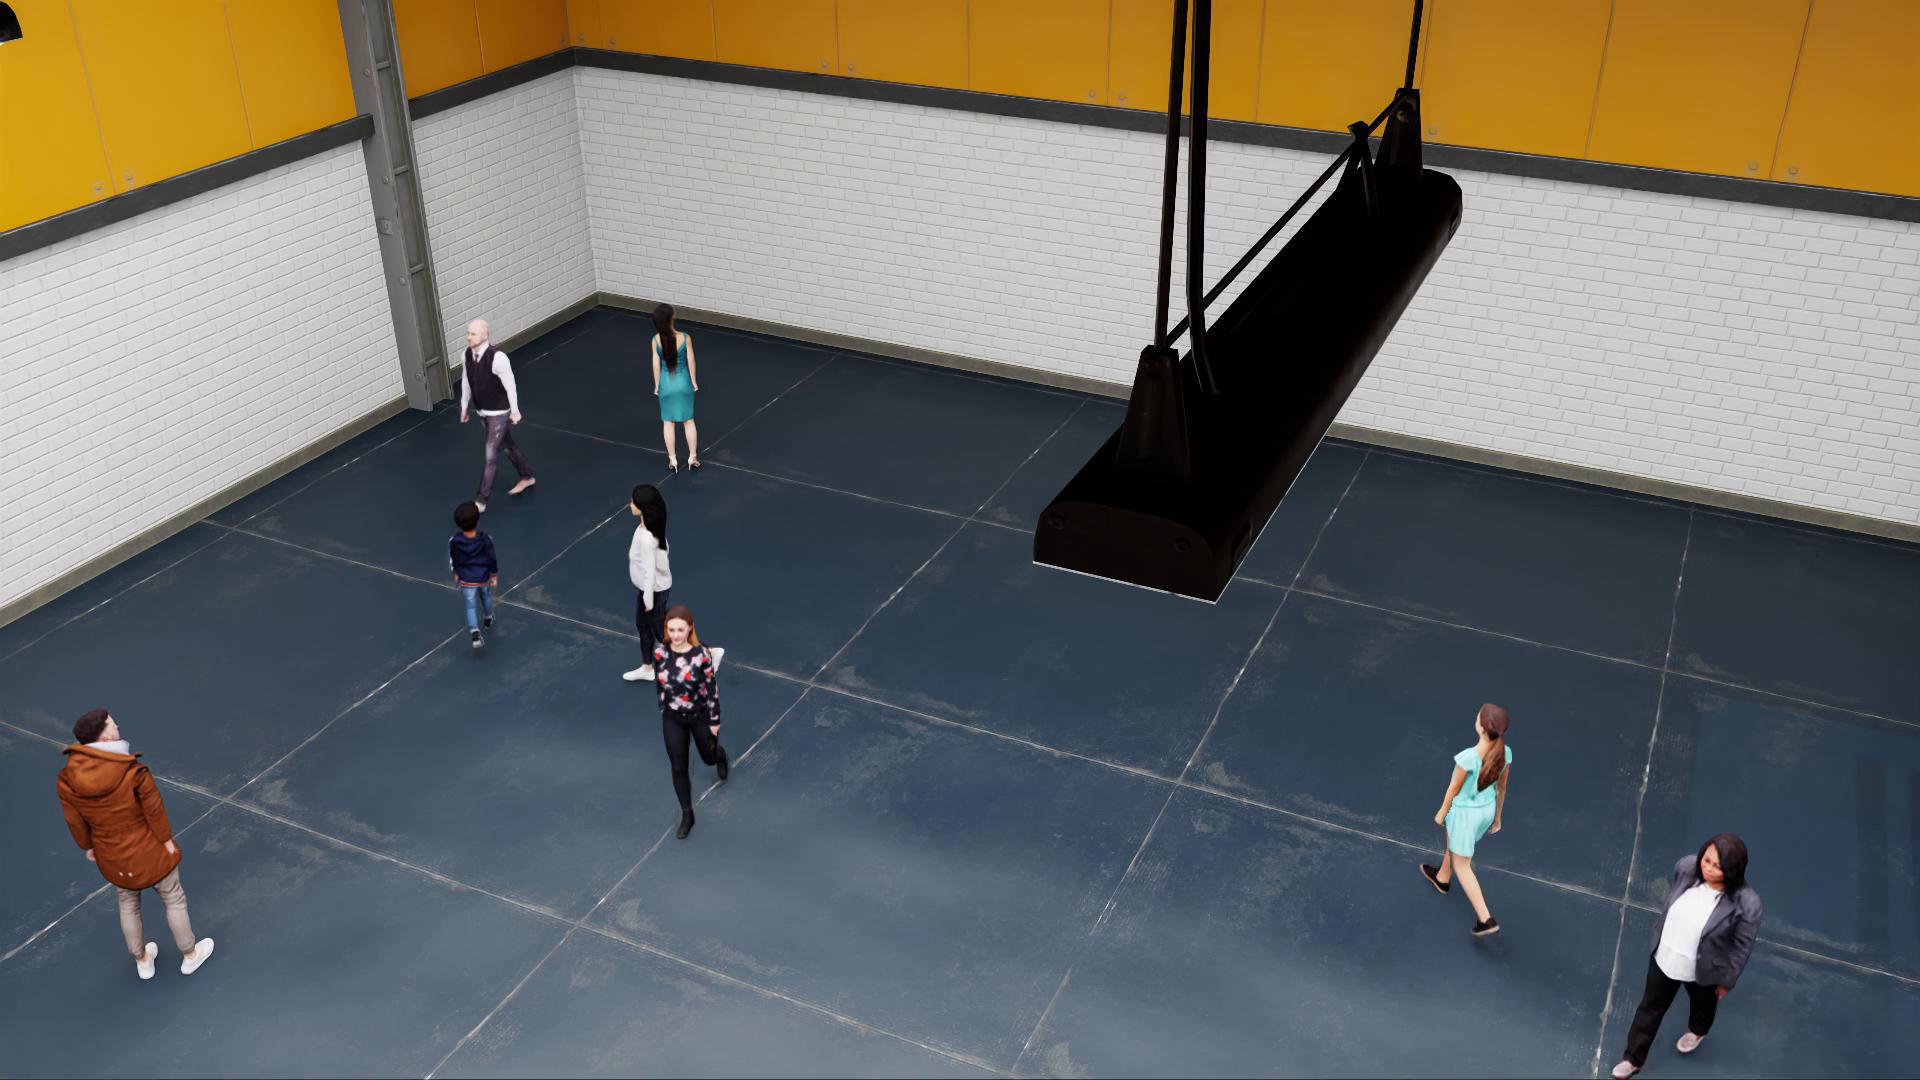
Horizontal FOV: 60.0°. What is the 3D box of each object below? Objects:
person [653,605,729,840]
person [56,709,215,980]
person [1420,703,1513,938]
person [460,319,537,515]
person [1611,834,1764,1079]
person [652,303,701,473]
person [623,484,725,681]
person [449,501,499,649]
[{"bbox_3d":[-1.776,1.130,11.089,0.771,1.665,1.056,4,29,7],"label":"person"},{"bbox_3d":[-4.824,1.793,9.695,0.834,1.837,0.859,-1,29,-3],"label":"person"},{"bbox_3d":[3.154,1.712,10.160,1.015,1.534,1.049,-11,31,-19],"label":"person"},{"bbox_3d":[-4.191,-1.167,15.188,0.803,1.772,1.220,17,33,28],"label":"person"},{"bbox_3d":[4.072,2.264,9.124,1.153,1.556,0.955,-22,35,-34],"label":"person"},{"bbox_3d":[-2.706,-1.445,15.788,0.619,1.686,0.637,-5,29,-9],"label":"person"},{"bbox_3d":[-2.203,0.364,12.484,1.009,1.674,1.057,-3,29,-5],"label":"person"},{"bbox_3d":[-3.847,0.284,13.119,0.806,1.206,0.897,-8,29,-13],"label":"person"}]
